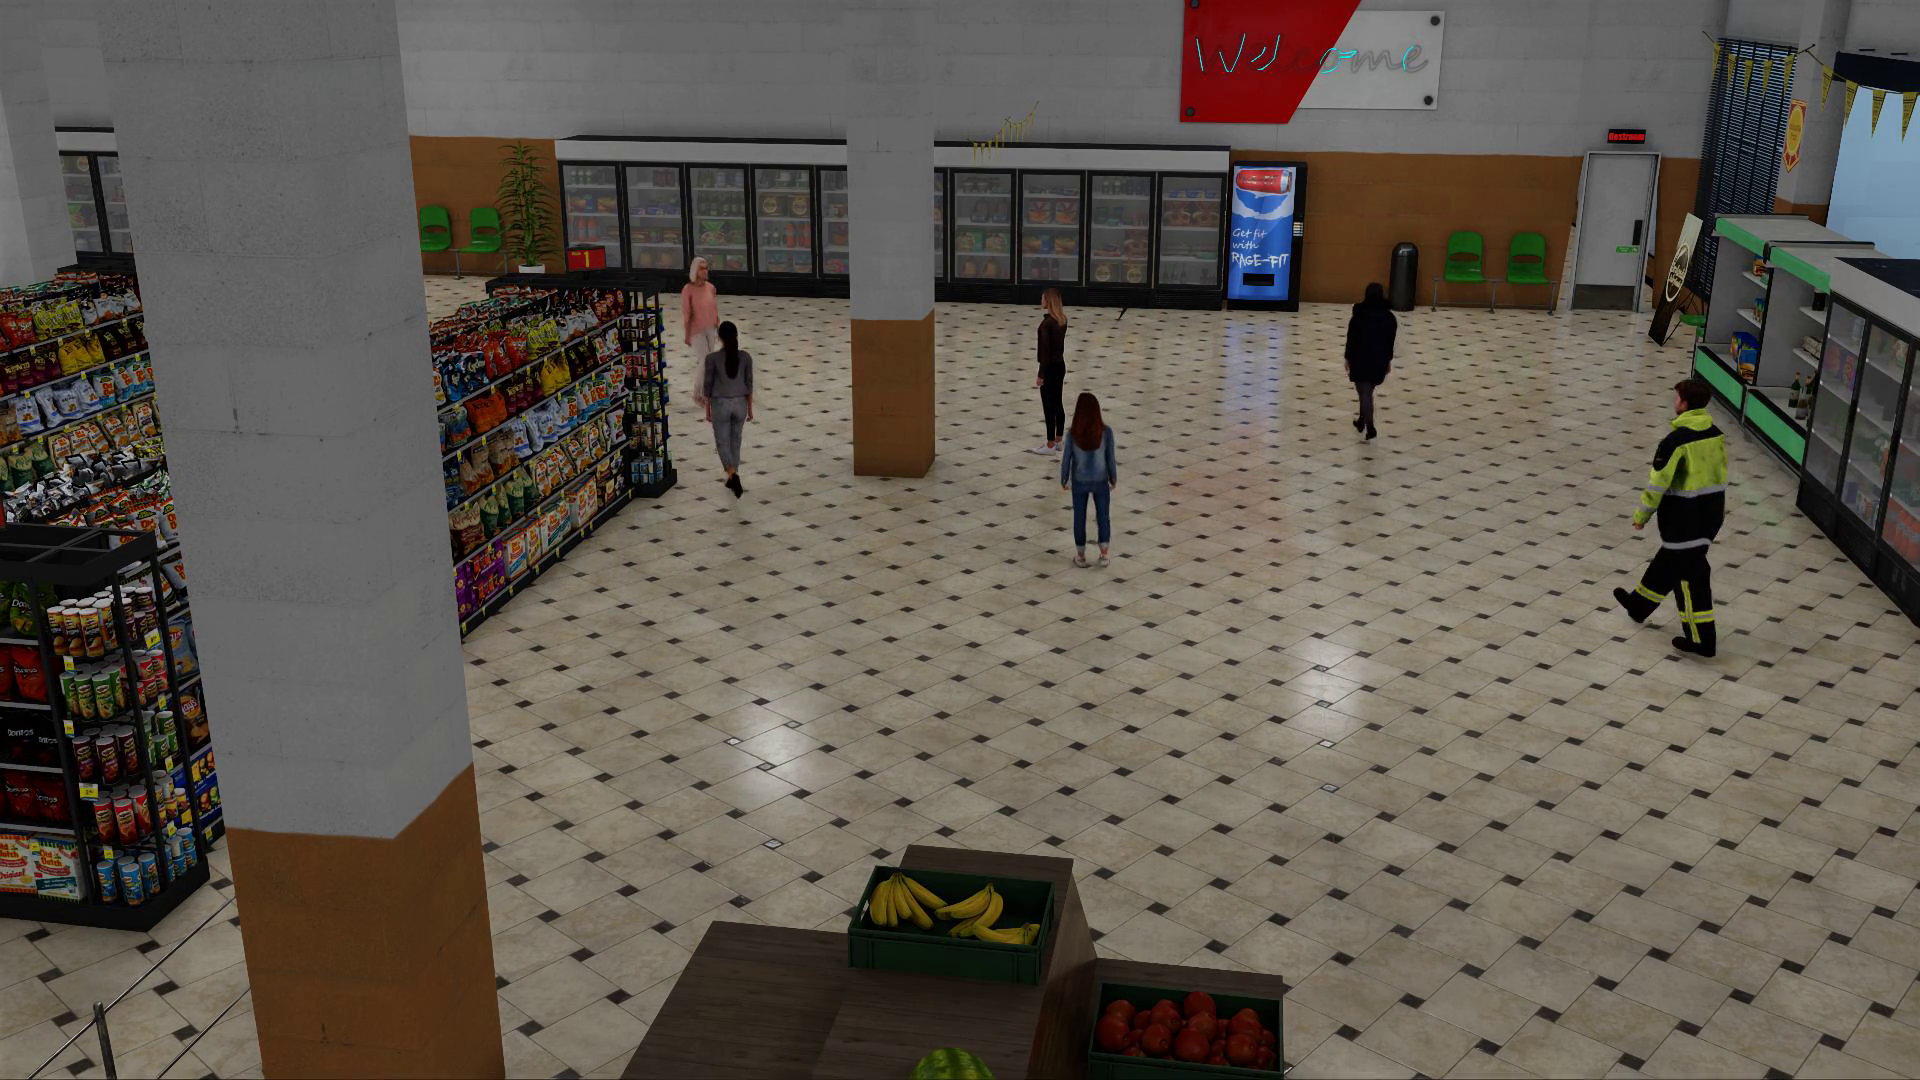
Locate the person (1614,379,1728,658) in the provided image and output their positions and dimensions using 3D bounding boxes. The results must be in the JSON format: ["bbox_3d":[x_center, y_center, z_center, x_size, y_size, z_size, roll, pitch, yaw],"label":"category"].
[{"bbox_3d":[5.258,-0.118,11.836,1.271,1.923,1.352,-11,22,-30],"label":"person"}]

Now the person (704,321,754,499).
[{"bbox_3d":[-2.119,-1.168,15.369,0.939,1.656,1.107,-7,20,-20],"label":"person"}]

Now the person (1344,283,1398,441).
[{"bbox_3d":[4.286,-1.833,17.357,0.848,1.645,1.130,-2,19,-5],"label":"person"}]

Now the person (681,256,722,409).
[{"bbox_3d":[-2.961,-2.349,18.777,0.766,1.715,0.679,15,24,37],"label":"person"}]

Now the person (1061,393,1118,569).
[{"bbox_3d":[1.056,-0.466,13.573,0.647,1.473,0.599,0,19,1],"label":"person"}]

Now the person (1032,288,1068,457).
[{"bbox_3d":[0.937,-1.720,16.929,0.725,1.704,0.552,10,21,28],"label":"person"}]
